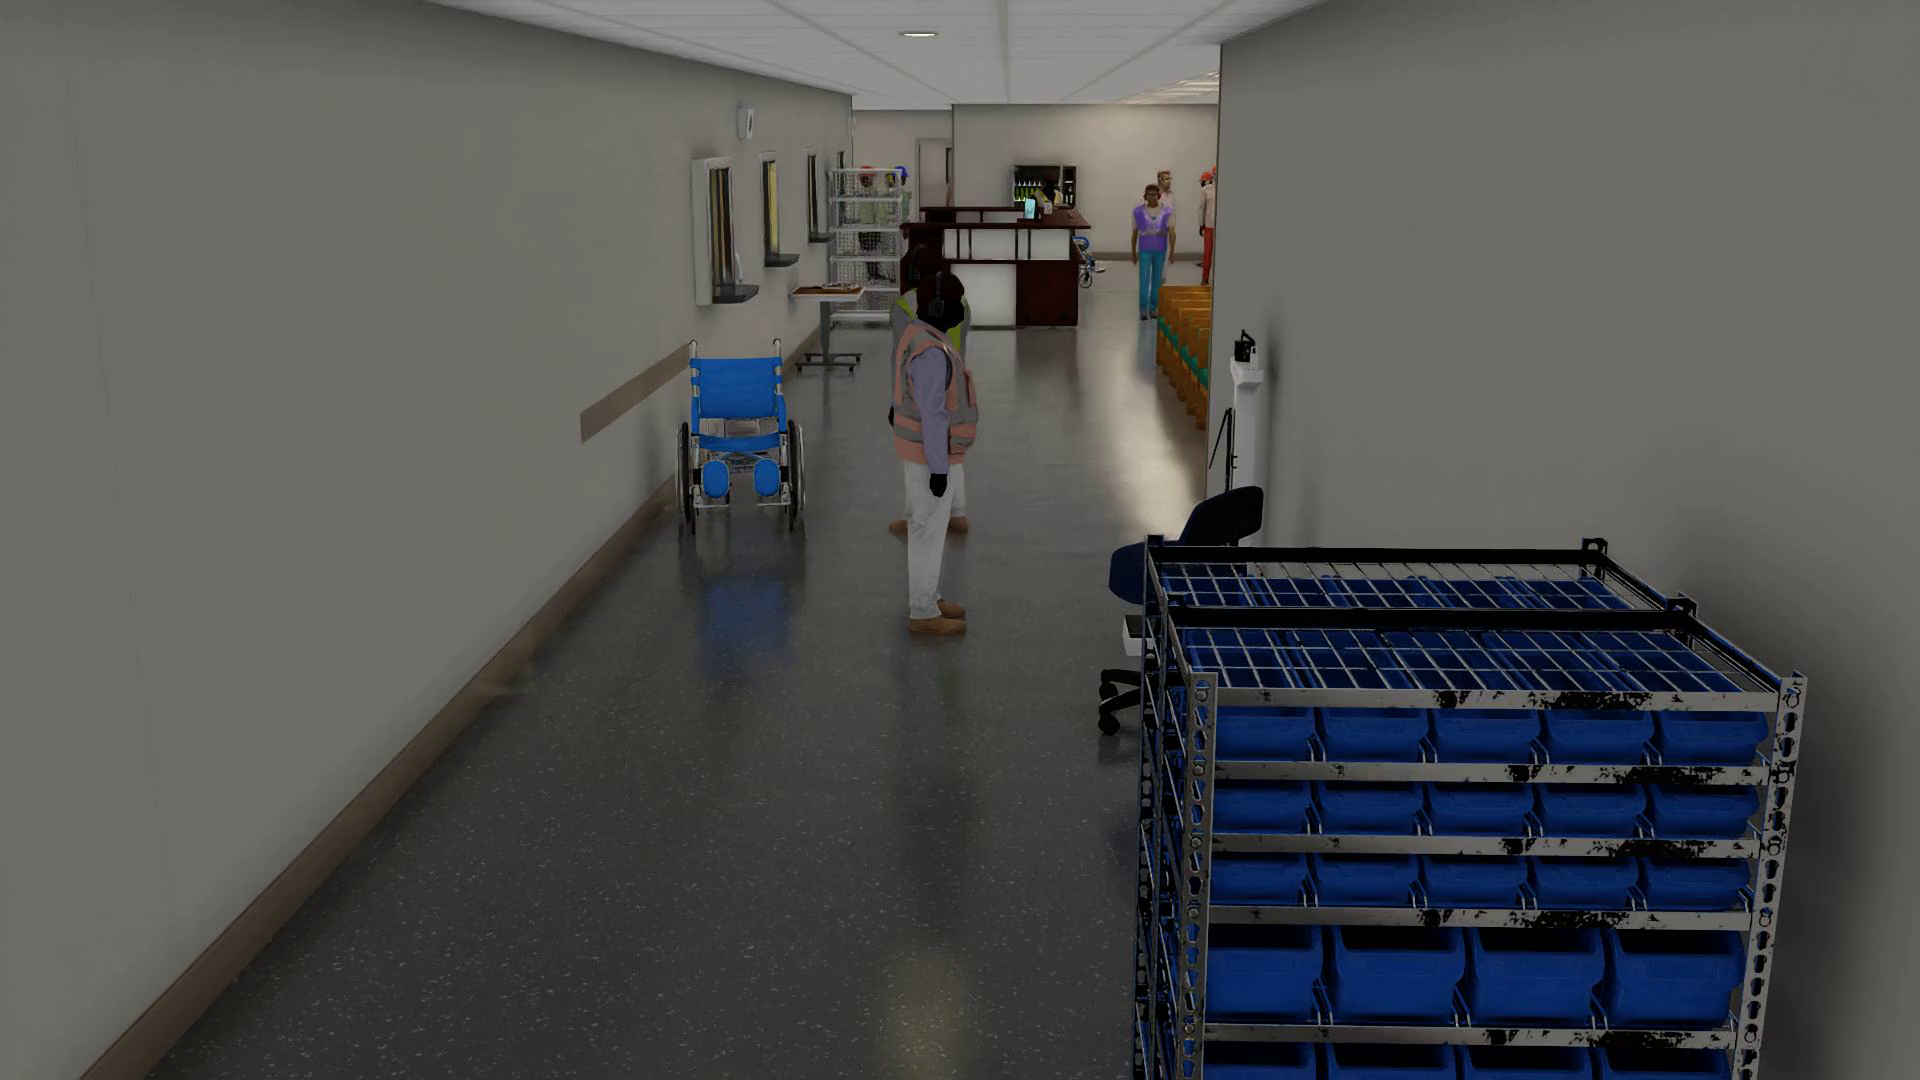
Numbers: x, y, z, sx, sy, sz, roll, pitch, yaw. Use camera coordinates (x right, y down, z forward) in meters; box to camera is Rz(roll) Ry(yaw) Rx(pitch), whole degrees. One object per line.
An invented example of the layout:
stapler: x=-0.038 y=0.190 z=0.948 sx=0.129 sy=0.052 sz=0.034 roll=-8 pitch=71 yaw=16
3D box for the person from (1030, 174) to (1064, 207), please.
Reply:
person: x=1.420 y=-4.970 z=26.837 sx=0.632 sy=1.836 sz=0.429 roll=-7 pitch=15 yaw=-25

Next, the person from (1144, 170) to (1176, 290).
person: x=3.215 y=-4.923 z=26.502 sx=0.644 sy=1.900 sz=0.399 roll=-12 pitch=18 yaw=-39

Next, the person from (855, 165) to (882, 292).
person: x=-1.440 y=-4.901 z=26.237 sx=0.414 sy=1.998 sz=0.626 roll=-9 pitch=16 yaw=-31

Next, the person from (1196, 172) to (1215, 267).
person: x=4.603 y=-5.999 z=31.161 sx=0.327 sy=1.753 sz=0.563 roll=2 pitch=14 yaw=6

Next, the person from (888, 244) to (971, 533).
person: x=-0.217 y=-0.932 z=10.443 sx=0.631 sy=1.846 sz=0.430 roll=-13 pitch=19 yaw=-42

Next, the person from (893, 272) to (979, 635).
person: x=-0.121 y=-0.434 z=8.430 sx=0.431 sy=1.836 sz=0.619 roll=-1 pitch=14 yaw=-5

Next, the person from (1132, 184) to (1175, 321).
person: x=2.595 y=-3.846 z=22.336 sx=0.573 sy=1.802 sz=0.901 roll=0 pitch=14 yaw=1

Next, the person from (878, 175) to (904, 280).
person: x=-1.201 y=-5.322 z=28.341 sx=0.725 sy=1.784 sz=0.612 roll=-1 pitch=14 yaw=-4

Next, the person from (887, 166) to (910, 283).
person: x=-1.000 y=-5.110 z=27.158 sx=0.386 sy=1.948 sz=0.605 roll=-6 pitch=15 yaw=-24
